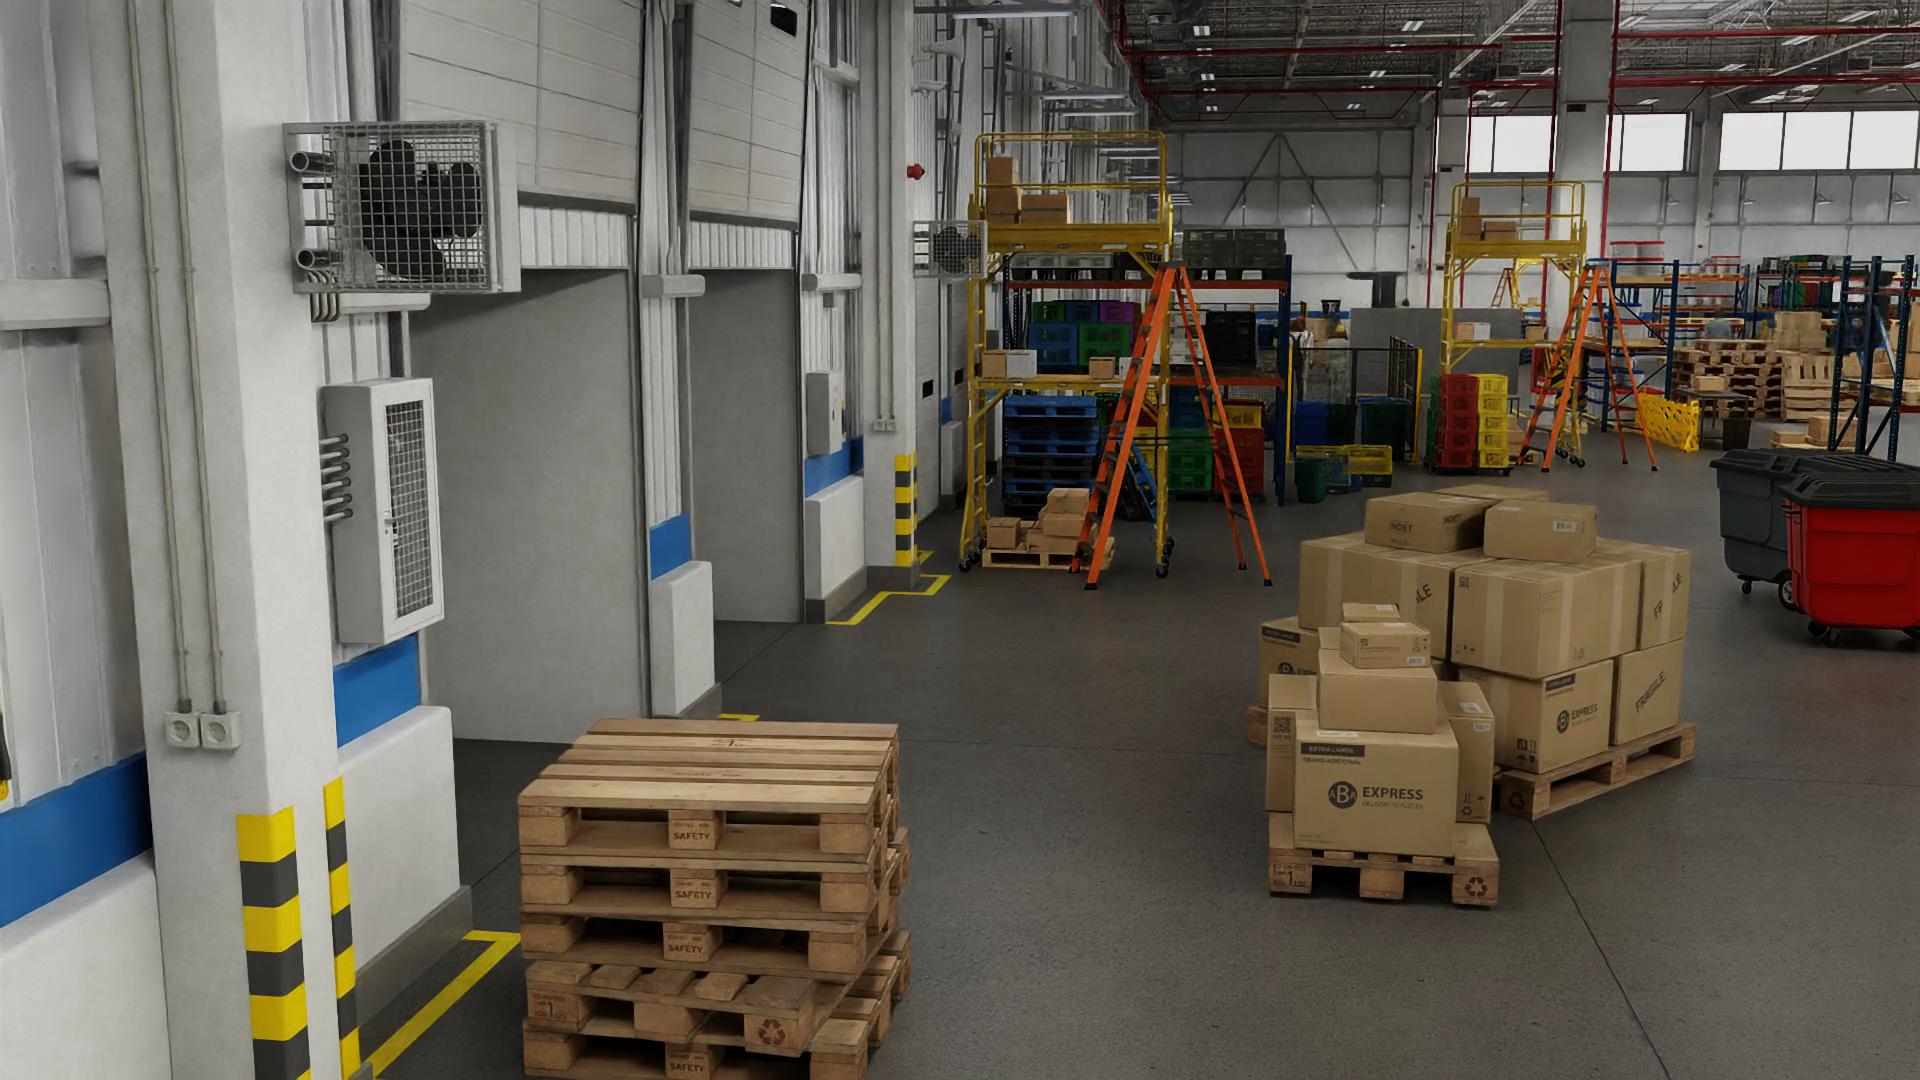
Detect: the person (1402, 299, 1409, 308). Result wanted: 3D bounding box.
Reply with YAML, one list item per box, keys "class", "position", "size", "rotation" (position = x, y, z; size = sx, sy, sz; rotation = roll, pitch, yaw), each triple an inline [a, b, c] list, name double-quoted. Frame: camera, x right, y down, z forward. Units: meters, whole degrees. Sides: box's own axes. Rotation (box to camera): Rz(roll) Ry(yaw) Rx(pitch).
- class: "person"
  position: [14.290, -6.777, 53.463]
  size: [0.628, 1.939, 0.375]
  rotation: [2, 9, 10]

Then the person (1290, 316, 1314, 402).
- class: "person"
  position: [7.159, -3.770, 35.077]
  size: [0.574, 1.885, 0.358]
  rotation: [3, 10, 16]

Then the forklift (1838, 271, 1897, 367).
- class: "forklift"
  position: [26.385, -6.300, 47.620]
  size: [1.873, 2.768, 1.129]
  rotation: [3, 10, 20]

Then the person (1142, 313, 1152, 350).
- class: "person"
  position: [5.414, -5.888, 48.981]
  size: [0.522, 1.616, 0.740]
  rotation: [1, 9, 3]

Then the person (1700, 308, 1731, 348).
- class: "person"
  position: [18.753, -4.819, 41.443]
  size: [0.655, 1.915, 0.765]
  rotation: [0, 9, -1]

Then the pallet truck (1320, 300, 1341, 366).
- class: "pallet truck"
  position: [11.159, -6.200, 49.718]
  size: [0.823, 1.965, 1.885]
  rotation: [4, 10, 26]

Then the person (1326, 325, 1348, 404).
- class: "person"
  position: [7.882, -3.609, 34.576]
  size: [0.495, 1.721, 0.527]
  rotation: [5, 10, 26]

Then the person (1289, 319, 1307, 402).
- class: "person"
  position: [6.886, -3.623, 34.293]
  size: [0.507, 1.847, 0.344]
  rotation: [-1, 9, -6]

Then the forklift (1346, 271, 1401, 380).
- class: "forklift"
  position: [10.804, -5.390, 42.010]
  size: [1.873, 2.768, 1.129]
  rotation: [1, 9, 9]
